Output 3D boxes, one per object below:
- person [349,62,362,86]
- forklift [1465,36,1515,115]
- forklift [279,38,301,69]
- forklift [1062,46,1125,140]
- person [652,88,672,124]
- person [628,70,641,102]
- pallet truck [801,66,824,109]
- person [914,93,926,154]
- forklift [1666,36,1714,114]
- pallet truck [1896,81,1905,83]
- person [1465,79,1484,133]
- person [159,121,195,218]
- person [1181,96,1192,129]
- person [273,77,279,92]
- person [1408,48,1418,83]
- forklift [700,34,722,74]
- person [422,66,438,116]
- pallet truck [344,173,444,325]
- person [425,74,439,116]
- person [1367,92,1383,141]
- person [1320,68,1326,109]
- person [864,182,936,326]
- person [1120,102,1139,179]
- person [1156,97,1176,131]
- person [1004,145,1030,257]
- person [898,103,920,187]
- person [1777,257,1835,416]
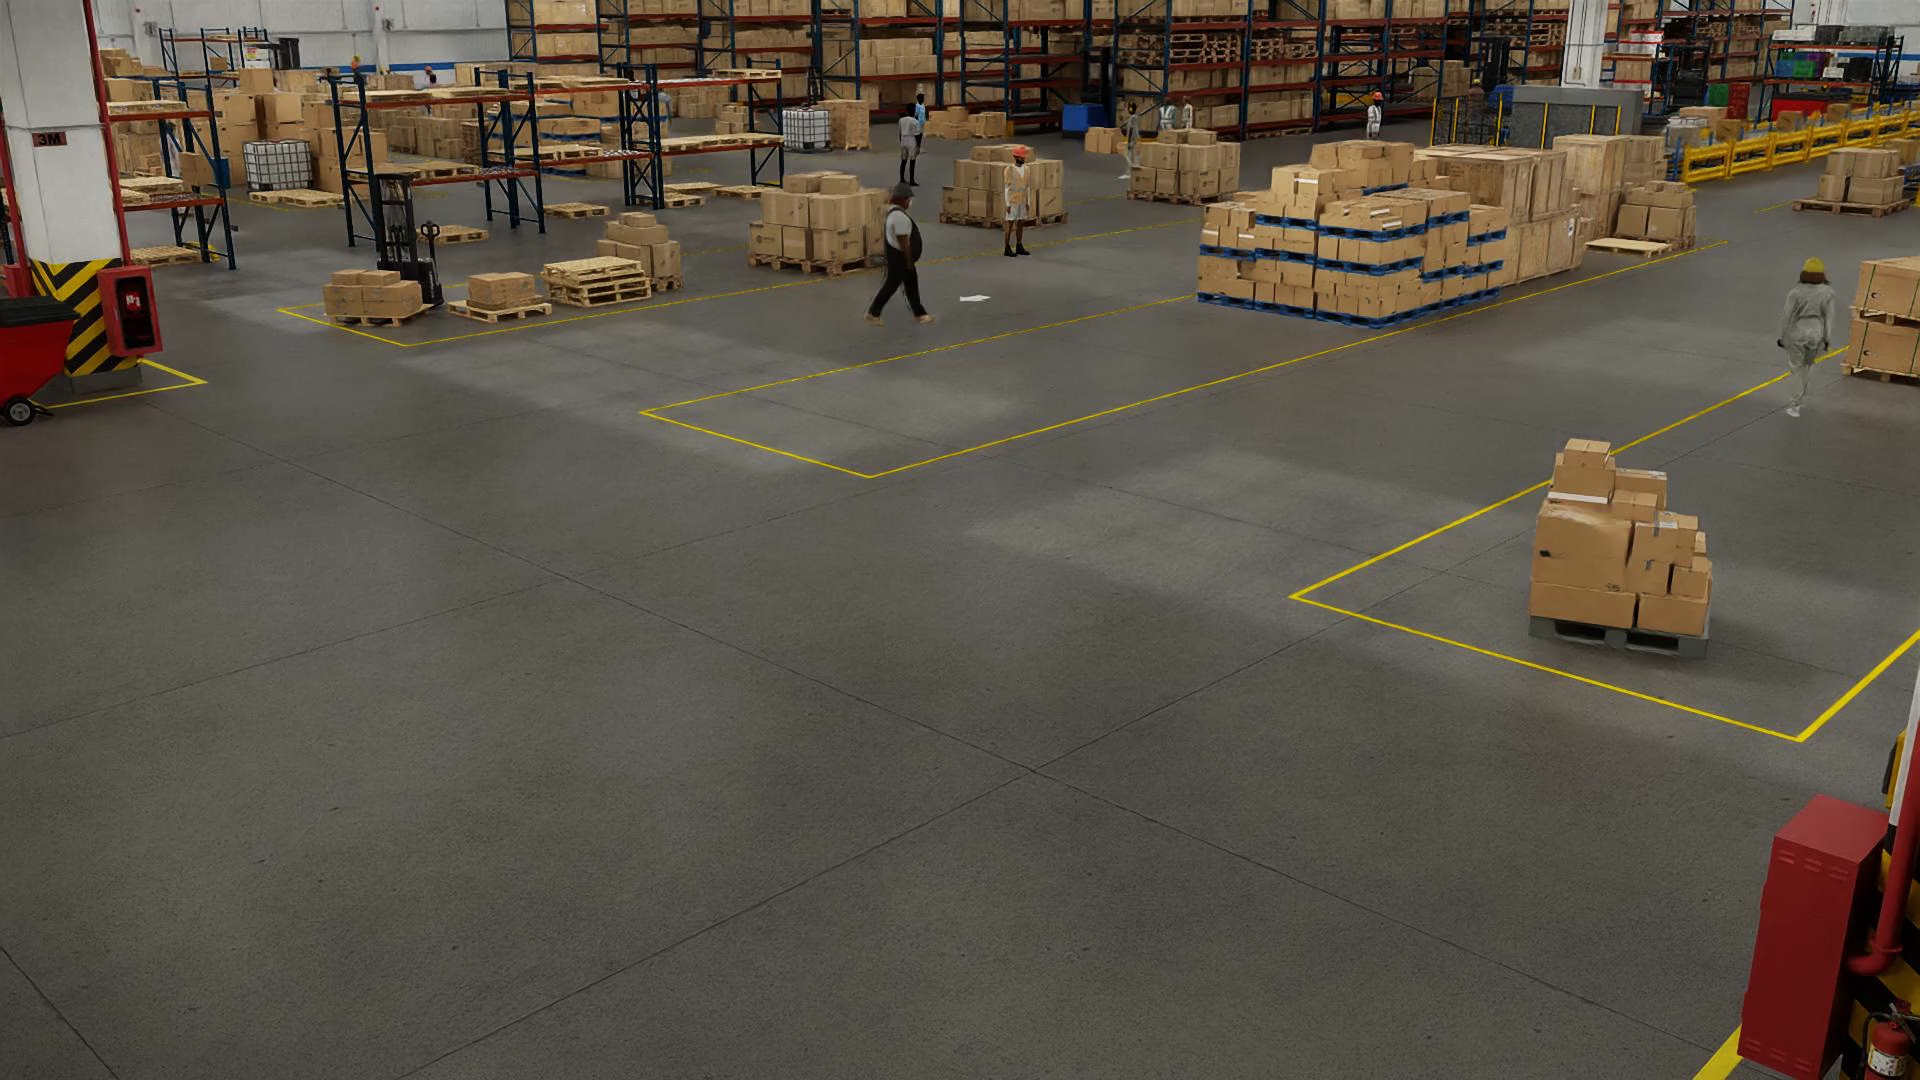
[{"bbox_3d":[-21.980,-16.493,60.875,0.662,1.976,0.618,-8,20,-24],"label":"person"},{"bbox_3d":[19.973,-17.201,61.605,1.873,2.768,1.129,16,24,40],"label":"forklift"},{"bbox_3d":[-24.151,-16.759,60.275,1.129,2.768,1.873,17,25,41],"label":"forklift"},{"bbox_3d":[4.154,-13.900,51.660,1.129,2.768,1.873,17,25,41],"label":"forklift"},{"bbox_3d":[-8.665,-12.213,48.100,0.666,1.901,0.906,-5,19,-16],"label":"person"},{"bbox_3d":[-11.054,-14.863,56.086,0.591,1.911,0.390,-8,20,-23],"label":"person"},{"bbox_3d":[-4.812,-15.182,56.903,0.823,1.965,1.885,-9,21,-26],"label":"pallet truck"},{"bbox_3d":[-1.154,-11.846,47.338,0.322,1.690,0.532,7,20,20],"label":"person"},{"bbox_3d":[27.341,-17.291,61.877,1.129,2.768,1.873,17,25,41],"label":"forklift"},{"bbox_3d":[34.802,-16.331,61.455,0.653,1.274,1.630,17,25,41],"label":"pallet truck"},{"bbox_3d":[16.666,-14.073,53.979,0.527,1.737,0.817,3,19,8],"label":"person"},{"bbox_3d":[-16.159,-7.610,34.194,0.629,1.932,0.378,13,22,34],"label":"person"},{"bbox_3d":[6.417,-11.735,47.077,0.307,1.639,0.525,7,20,20],"label":"person"},{"bbox_3d":[-20.953,-13.182,50.968,0.637,1.938,0.357,17,25,41],"label":"person"},{"bbox_3d":[21.571,-22.407,78.918,0.629,1.843,0.429,2,18,5],"label":"person"},{"bbox_3d":[-9.729,-18.403,65.229,1.129,2.768,1.873,17,25,41],"label":"forklift"},{"bbox_3d":[-18.784,-15.837,59.031,0.566,1.899,0.922,-7,19,-19],"label":"person"},{"bbox_3d":[-8.209,-4.181,23.757,0.823,1.965,1.885,3,19,9],"label":"pallet truck"},{"bbox_3d":[-17.654,-14.712,55.808,0.959,1.805,0.638,8,20,23],"label":"person"},{"bbox_3d":[10.895,-10.773,43.710,0.371,1.939,0.543,14,23,36],"label":"person"},{"bbox_3d":[13.364,-16.900,62.007,0.391,2.040,0.615,-5,19,-15],"label":"person"},{"bbox_3d":[-0.880,-4.005,23.161,1.010,2.000,0.694,-2,18,-5],"label":"person"},{"bbox_3d":[4.215,-9.848,41.053,0.409,1.872,0.577,9,20,25],"label":"person"},{"bbox_3d":[5.759,-11.615,46.747,0.525,1.610,0.742,13,22,34],"label":"person"},{"bbox_3d":[1.025,-5.943,29.185,0.542,1.928,0.399,-15,23,-38],"label":"person"},{"bbox_3d":[-1.195,-9.369,39.461,0.606,1.958,0.378,14,23,37],"label":"person"},{"bbox_3d":[9.324,-2.267,18.425,0.503,1.717,0.793,2,19,7],"label":"person"}]
